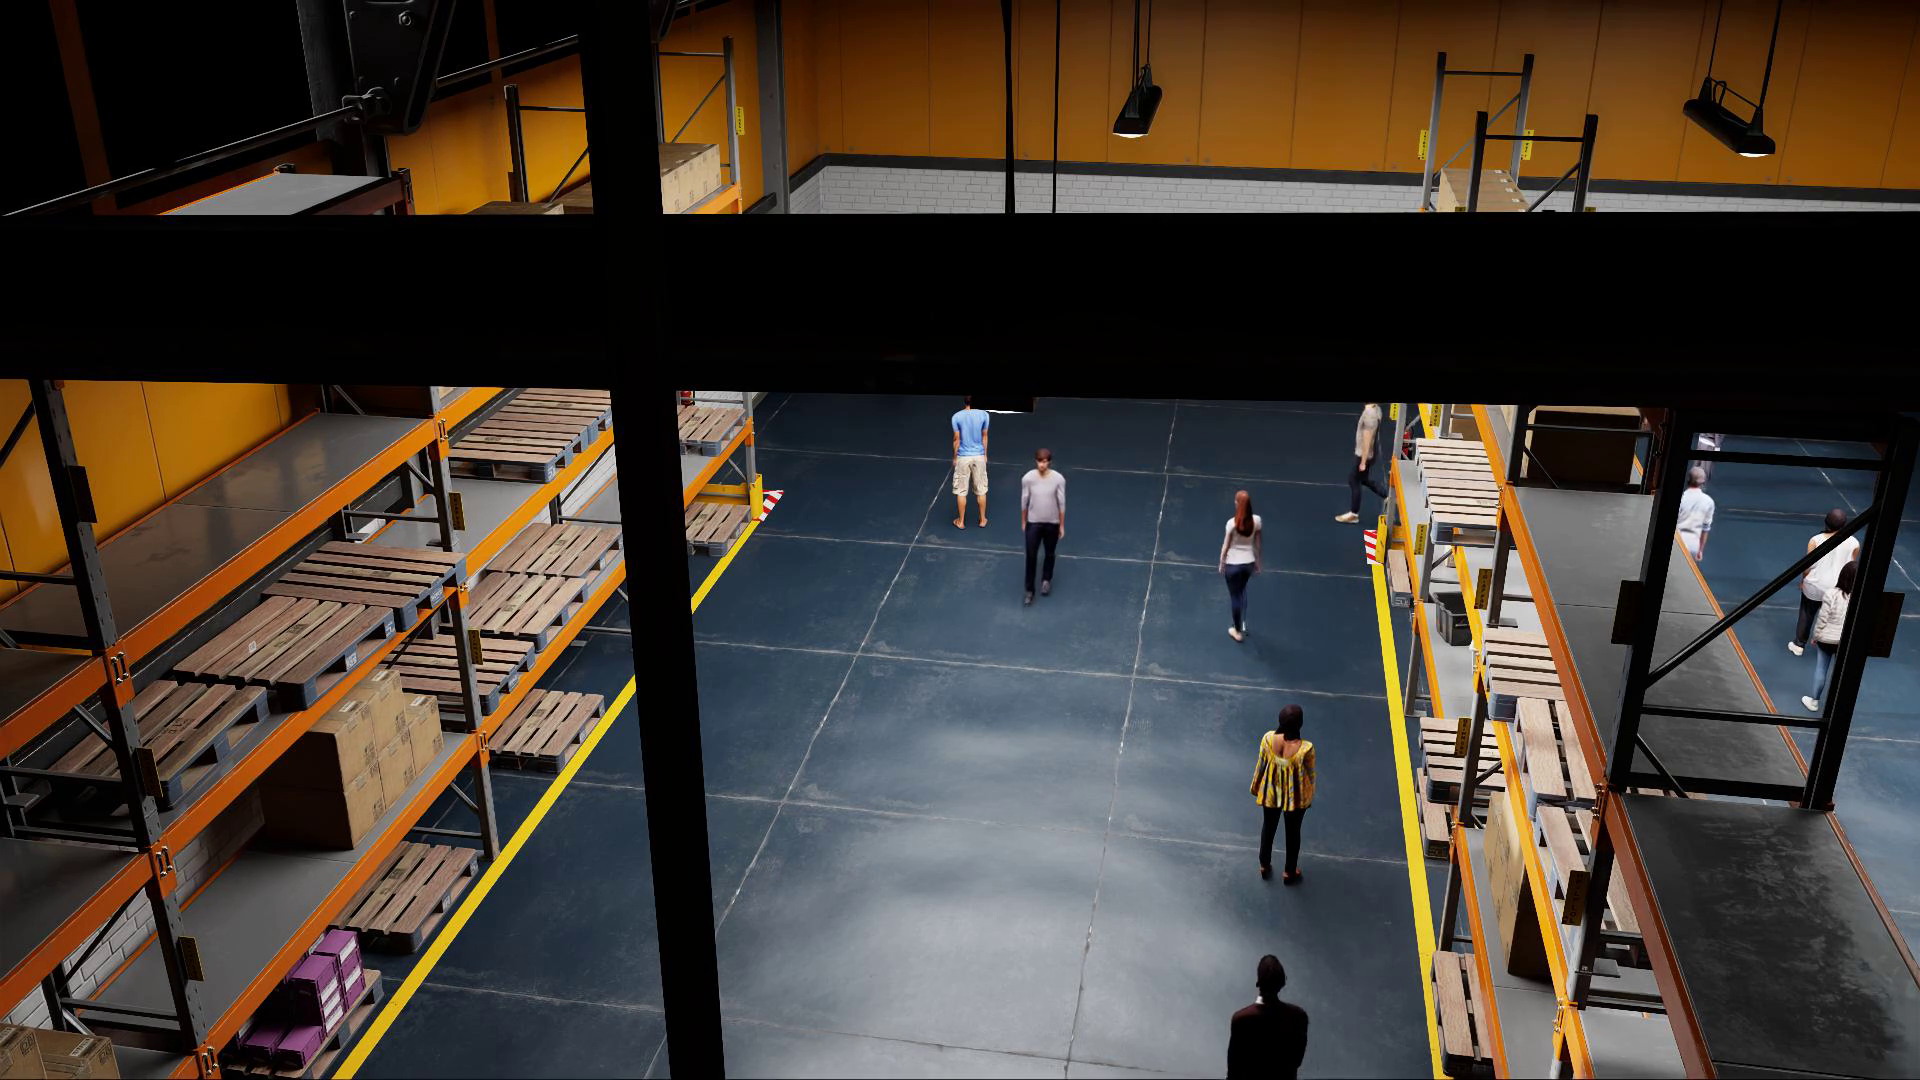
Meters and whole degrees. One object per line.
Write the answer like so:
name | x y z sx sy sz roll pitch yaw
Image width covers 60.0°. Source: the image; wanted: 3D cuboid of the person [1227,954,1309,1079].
person | 1.965 3.538 10.577 0.761 1.814 1.228 1 24 3

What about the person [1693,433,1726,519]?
person | 9.622 -1.166 21.380 0.666 1.780 0.493 0 24 1

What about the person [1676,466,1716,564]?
person | 8.020 0.097 18.472 0.744 1.795 1.160 2 24 4

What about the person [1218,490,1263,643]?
person | 3.079 0.320 18.046 0.690 1.728 0.715 -7 25 -15

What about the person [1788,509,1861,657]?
person | 9.246 0.448 17.803 0.651 1.688 0.601 5 24 12

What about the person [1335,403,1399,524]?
person | 5.216 -1.079 21.060 0.815 1.877 0.958 8 25 17

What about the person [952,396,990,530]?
person | 0.137 -1.044 20.999 0.723 1.863 0.701 -5 24 -11

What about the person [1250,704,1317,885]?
person | 2.727 2.131 13.997 0.825 1.654 0.867 13 27 27

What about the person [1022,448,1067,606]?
person | 0.973 -0.226 19.180 0.720 1.821 0.936 1 24 3

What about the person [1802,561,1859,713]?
person | 8.808 0.965 16.683 0.602 1.638 0.528 4 24 10
